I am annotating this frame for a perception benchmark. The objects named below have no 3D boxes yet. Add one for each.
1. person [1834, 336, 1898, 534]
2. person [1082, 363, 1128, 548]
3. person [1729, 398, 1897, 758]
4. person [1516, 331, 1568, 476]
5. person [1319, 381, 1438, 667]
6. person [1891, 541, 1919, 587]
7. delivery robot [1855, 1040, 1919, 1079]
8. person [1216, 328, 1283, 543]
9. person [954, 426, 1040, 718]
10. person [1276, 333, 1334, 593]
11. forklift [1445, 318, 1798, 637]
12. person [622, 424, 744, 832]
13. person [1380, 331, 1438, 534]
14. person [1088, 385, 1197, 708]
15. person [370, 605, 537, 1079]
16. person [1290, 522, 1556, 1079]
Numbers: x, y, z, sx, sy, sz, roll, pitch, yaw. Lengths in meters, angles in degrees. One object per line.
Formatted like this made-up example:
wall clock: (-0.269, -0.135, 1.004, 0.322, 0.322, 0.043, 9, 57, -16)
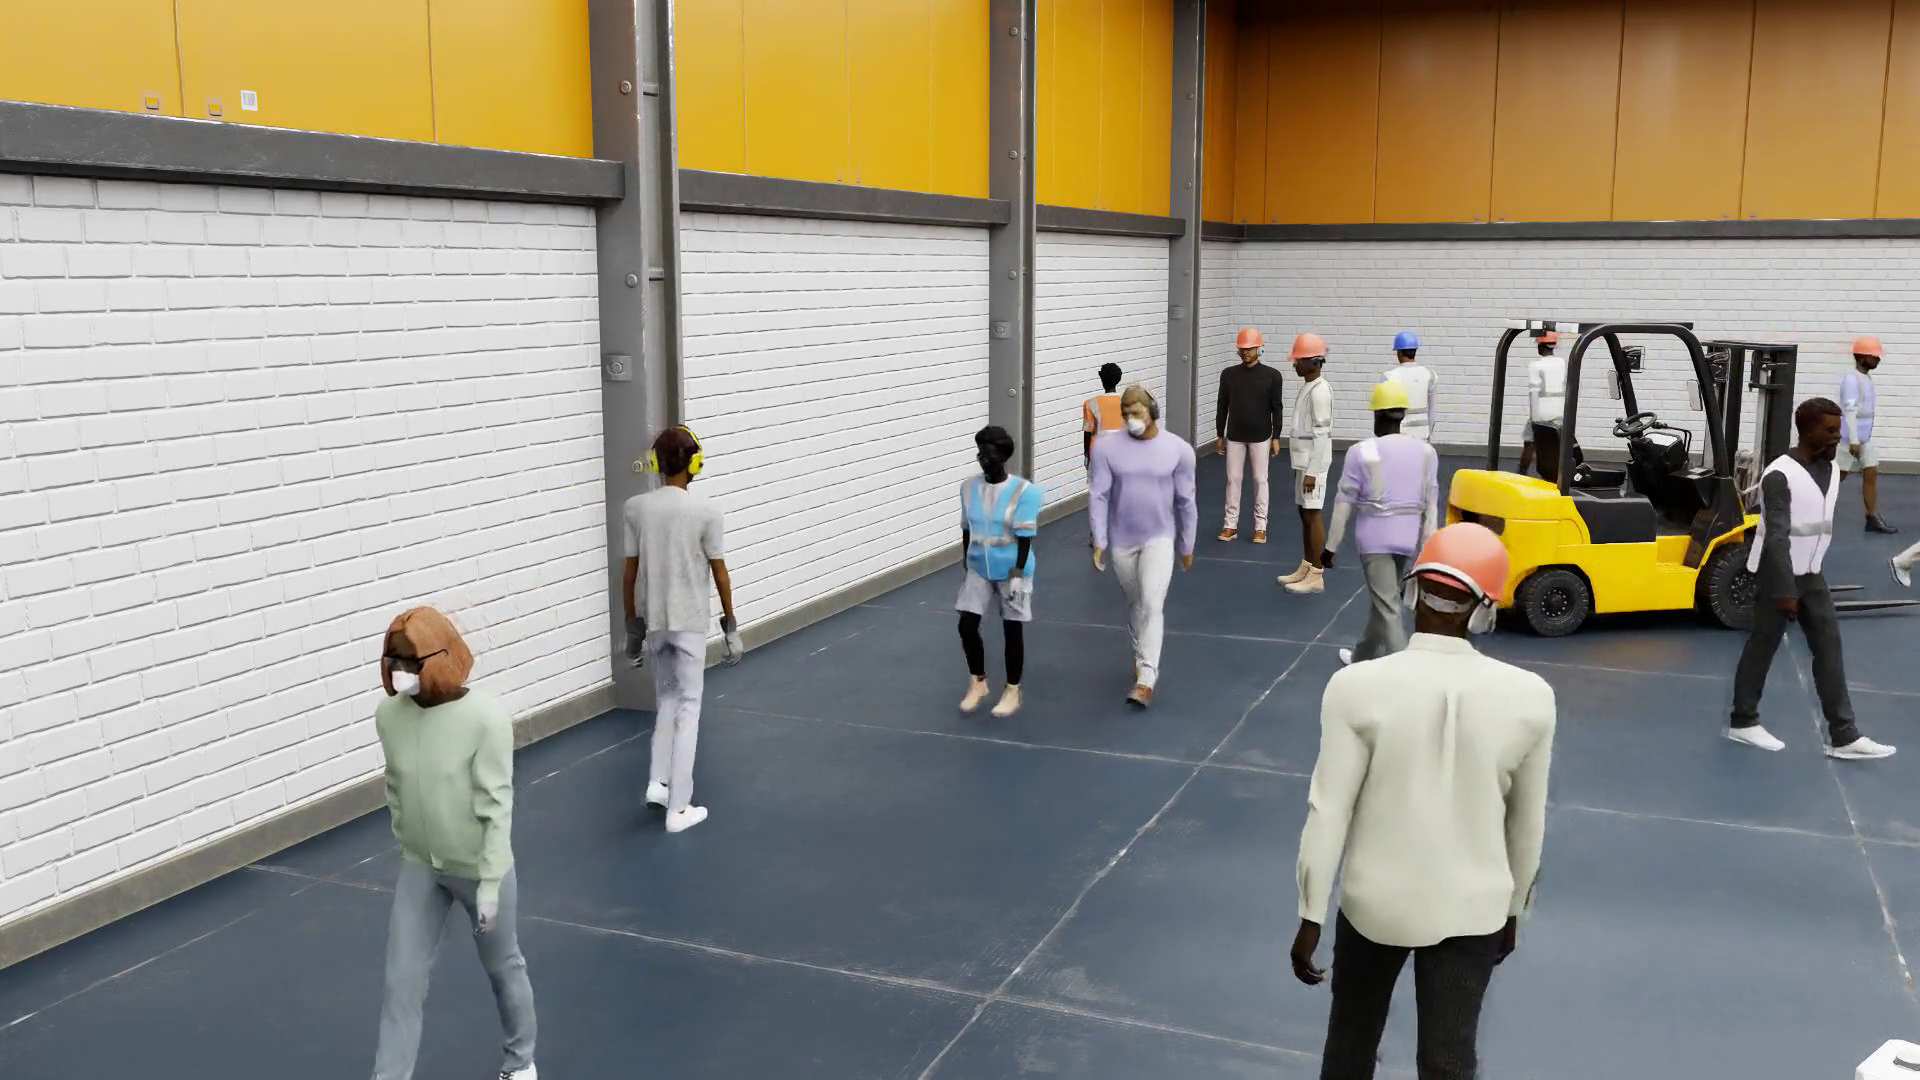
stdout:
person: (8.616, -1.029, 16.098, 0.546, 1.908, 0.913, -8, 12, -40)
person: (1.367, -0.761, 15.117, 0.532, 1.694, 0.320, 0, 9, -2)
person: (4.433, 0.218, 8.583, 0.626, 1.880, 0.910, -6, 11, -32)
person: (6.530, -1.427, 18.578, 0.551, 1.885, 1.008, -2, 10, -12)
person: (2.477, 0.001, 9.904, 0.608, 1.877, 0.963, -4, 10, -21)
person: (7.586, -0.350, 12.819, 0.536, 1.620, 0.567, -5, 10, -27)
delivery robot: (2.735, 1.542, 4.308, 0.477, 0.478, 0.707, -9, 13, -42)
person: (2.671, -0.966, 15.429, 0.624, 1.993, 0.385, 4, 10, 24)
person: (0.206, 0.192, 9.388, 0.523, 1.676, 0.480, 5, 11, 27)
person: (2.726, -0.600, 13.073, 0.372, 2.044, 0.608, 0, 9, 1)
forklift: (4.706, -0.497, 11.990, 2.313, 2.155, 1.214, -2, 10, -10)
person: (-1.263, 0.406, 7.579, 0.526, 1.848, 0.445, 4, 10, 23)
person: (4.238, -1.007, 15.825, 0.605, 1.948, 0.384, -3, 10, -19)
person: (1.089, 0.012, 9.938, 0.623, 1.878, 1.100, 2, 10, 14)
person: (-1.511, 0.989, 4.806, 0.506, 1.594, 0.796, 3, 10, 19)
person: (1.166, 0.921, 4.236, 0.652, 1.929, 0.990, 0, 9, 1)
